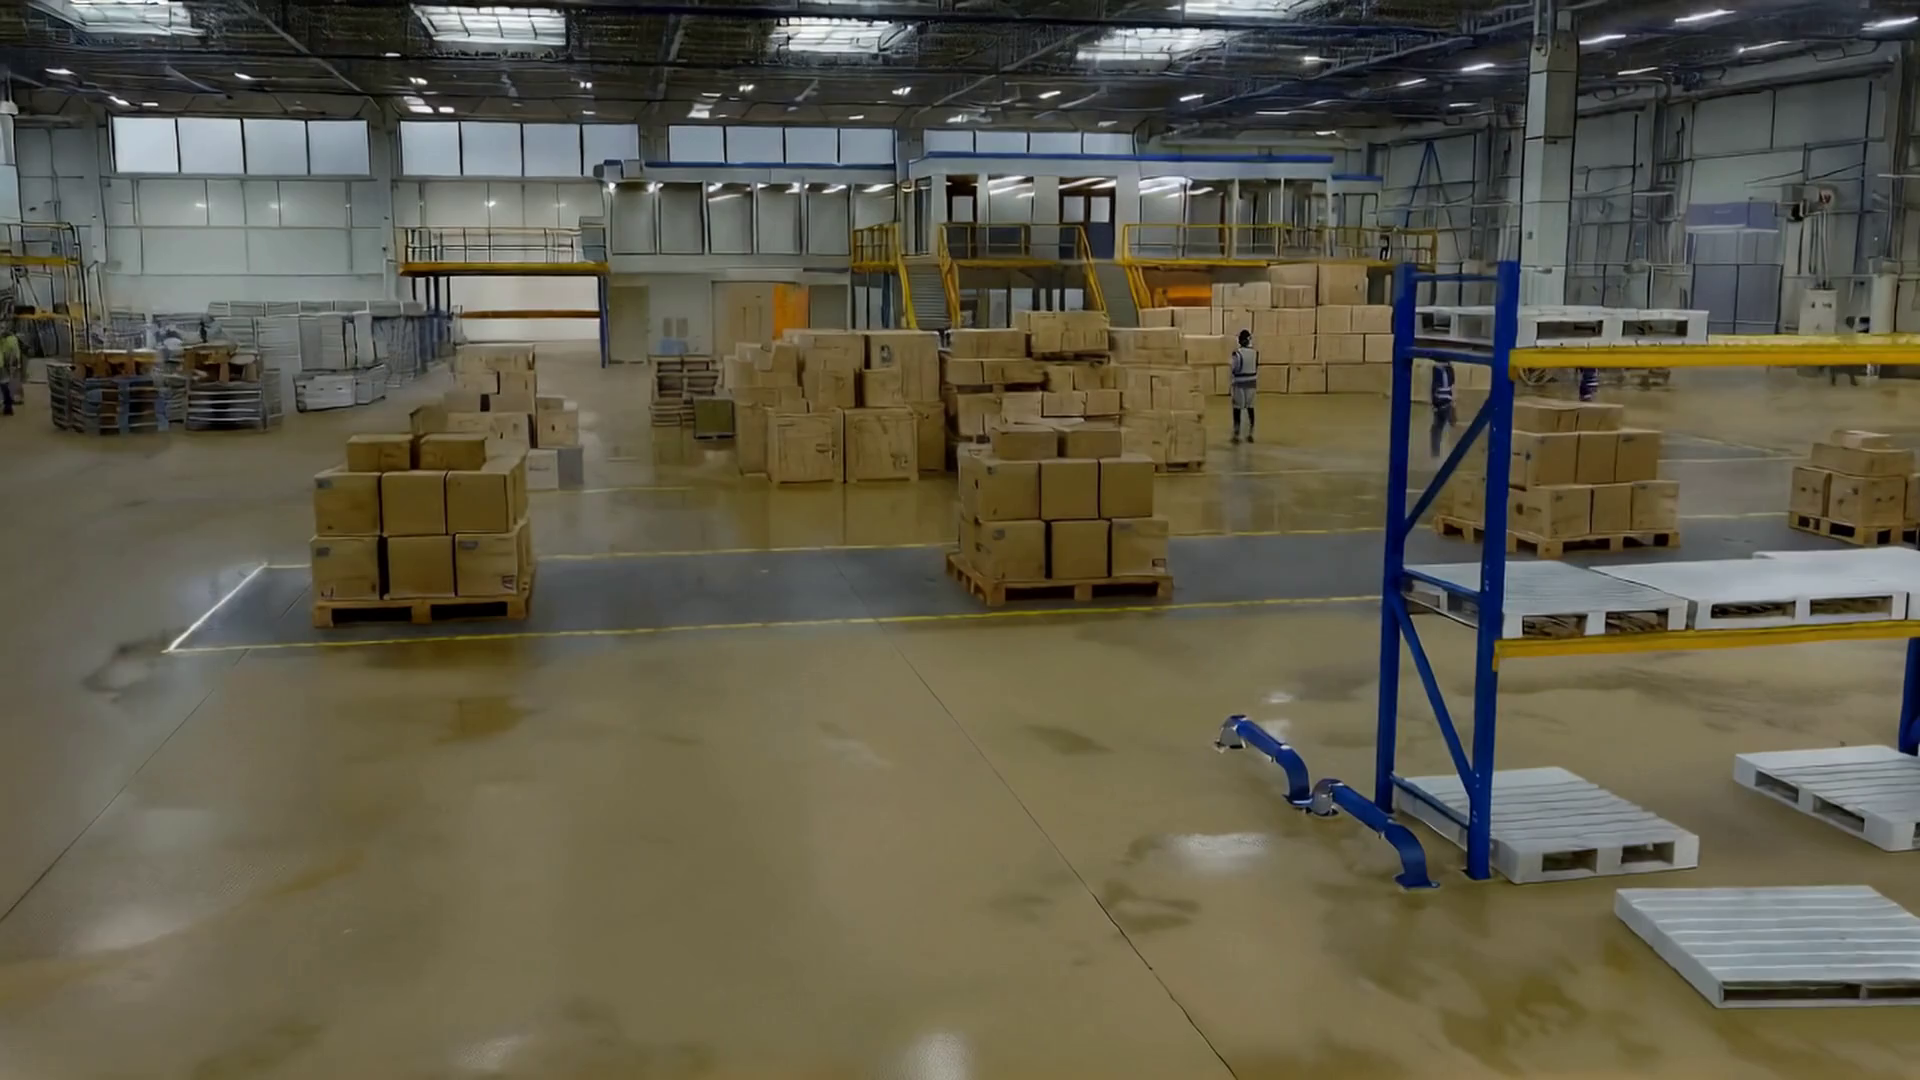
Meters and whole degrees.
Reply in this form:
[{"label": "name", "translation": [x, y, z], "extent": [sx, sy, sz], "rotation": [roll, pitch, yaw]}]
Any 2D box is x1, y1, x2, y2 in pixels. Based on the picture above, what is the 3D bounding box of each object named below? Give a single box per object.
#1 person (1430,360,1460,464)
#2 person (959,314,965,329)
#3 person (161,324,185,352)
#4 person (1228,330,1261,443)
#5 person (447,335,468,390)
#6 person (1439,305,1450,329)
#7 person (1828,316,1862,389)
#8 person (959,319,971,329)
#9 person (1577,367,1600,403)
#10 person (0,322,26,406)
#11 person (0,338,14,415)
[{"label": "person", "translation": [7.443, -2.085, 25.404], "extent": [0.523, 1.867, 0.615], "rotation": [8, 12, 40]}, {"label": "person", "translation": [0.023, -4.432, 39.605], "extent": [0.452, 1.904, 0.627], "rotation": [-3, 10, -17]}, {"label": "person", "translation": [-17.825, -4.041, 37.752], "extent": [0.513, 1.728, 0.391], "rotation": [-2, 10, -12]}, {"label": "person", "translation": [4.868, -2.631, 28.545], "extent": [0.600, 1.940, 0.418], "rotation": [-4, 10, -22]}, {"label": "person", "translation": [-8.021, -2.338, 26.799], "extent": [0.589, 1.914, 0.603], "rotation": [1, 9, 9]}, {"label": "person", "translation": [14.968, -6.289, 51.101], "extent": [0.514, 1.845, 0.338], "rotation": [4, 10, 24]}, {"label": "person", "translation": [21.913, -4.621, 41.108], "extent": [0.622, 1.792, 0.963], "rotation": [-1, 9, -8]}, {"label": "person", "translation": [0.131, -3.659, 34.857], "extent": [0.549, 1.917, 0.808], "rotation": [-7, 12, -36]}, {"label": "person", "translation": [10.653, -2.515, 28.146], "extent": [1.016, 1.830, 0.594], "rotation": [3, 10, 17]}, {"label": "person", "translation": [-20.557, -3.815, 36.064], "extent": [0.600, 1.829, 0.404], "rotation": [5, 11, 30]}, {"label": "person", "translation": [-19.499, -3.438, 33.596], "extent": [0.568, 1.891, 0.957], "rotation": [-1, 9, -4]}]
